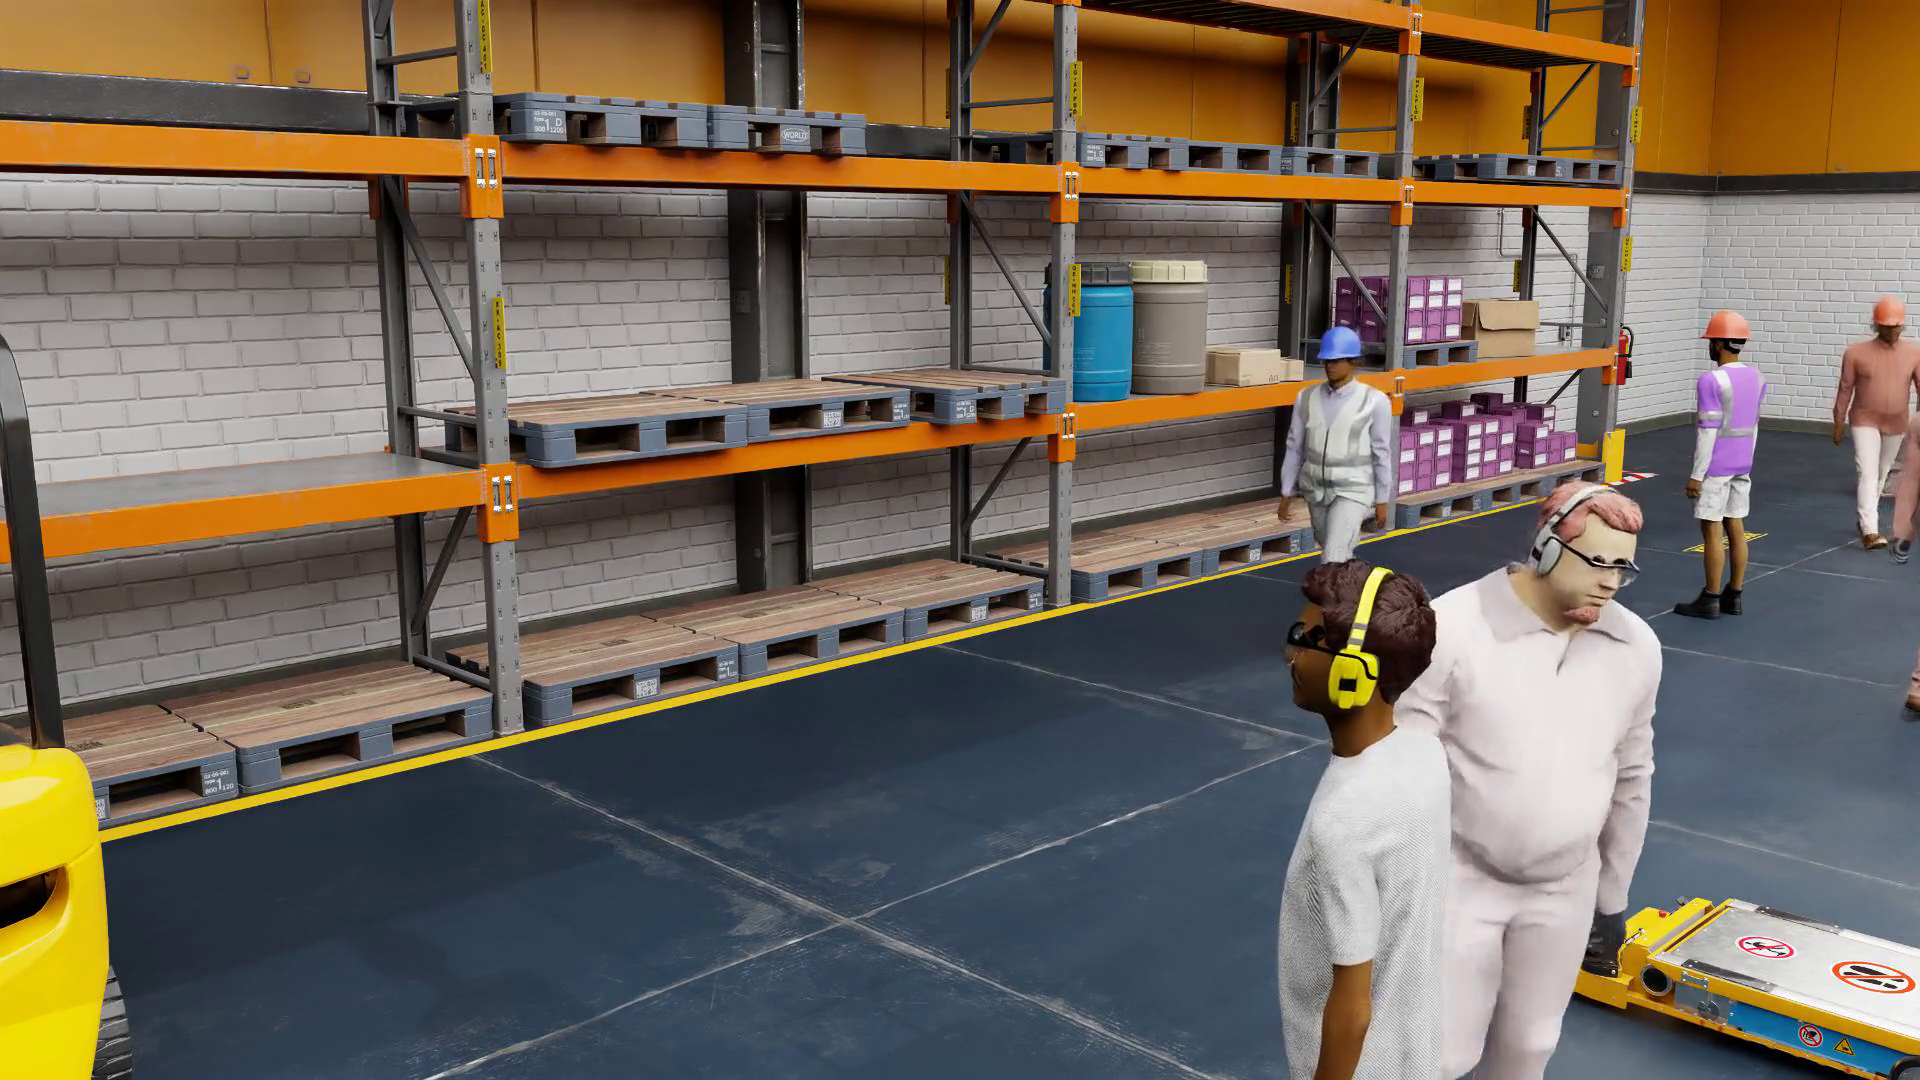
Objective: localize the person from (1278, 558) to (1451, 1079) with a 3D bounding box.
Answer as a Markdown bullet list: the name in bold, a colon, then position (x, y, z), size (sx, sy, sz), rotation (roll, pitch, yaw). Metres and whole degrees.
- **person**: position (0.664, 0.953, 2.910), size (0.328, 1.873, 0.514), rotation (5, 12, 27)

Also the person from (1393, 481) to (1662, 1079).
- **person**: position (1.244, 0.773, 3.881), size (0.719, 1.875, 0.523), rotation (-2, 10, -8)

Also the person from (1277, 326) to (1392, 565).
- **person**: position (2.187, -0.289, 9.646), size (0.619, 1.905, 1.022), rotation (9, 14, 42)

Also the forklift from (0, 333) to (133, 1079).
- **forklift**: position (-3.289, 0.485, 4.582), size (1.214, 2.155, 2.313), rotation (-10, 14, -44)

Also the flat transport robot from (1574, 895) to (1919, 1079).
- **flat transport robot**: position (2.633, 1.374, 4.980), size (0.652, 0.197, 1.431), rotation (-10, 15, -44)

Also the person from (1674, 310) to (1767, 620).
- **person**: position (4.768, -0.464, 10.455), size (0.547, 1.938, 0.377), rotation (-6, 12, -29)

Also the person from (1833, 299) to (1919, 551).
- **person**: position (7.131, -0.898, 12.883), size (0.609, 1.929, 1.092), rotation (2, 11, 9)

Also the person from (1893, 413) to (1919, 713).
- **person**: position (5.098, -0.047, 8.444), size (1.017, 1.857, 0.620), rotation (-7, 12, -32)
